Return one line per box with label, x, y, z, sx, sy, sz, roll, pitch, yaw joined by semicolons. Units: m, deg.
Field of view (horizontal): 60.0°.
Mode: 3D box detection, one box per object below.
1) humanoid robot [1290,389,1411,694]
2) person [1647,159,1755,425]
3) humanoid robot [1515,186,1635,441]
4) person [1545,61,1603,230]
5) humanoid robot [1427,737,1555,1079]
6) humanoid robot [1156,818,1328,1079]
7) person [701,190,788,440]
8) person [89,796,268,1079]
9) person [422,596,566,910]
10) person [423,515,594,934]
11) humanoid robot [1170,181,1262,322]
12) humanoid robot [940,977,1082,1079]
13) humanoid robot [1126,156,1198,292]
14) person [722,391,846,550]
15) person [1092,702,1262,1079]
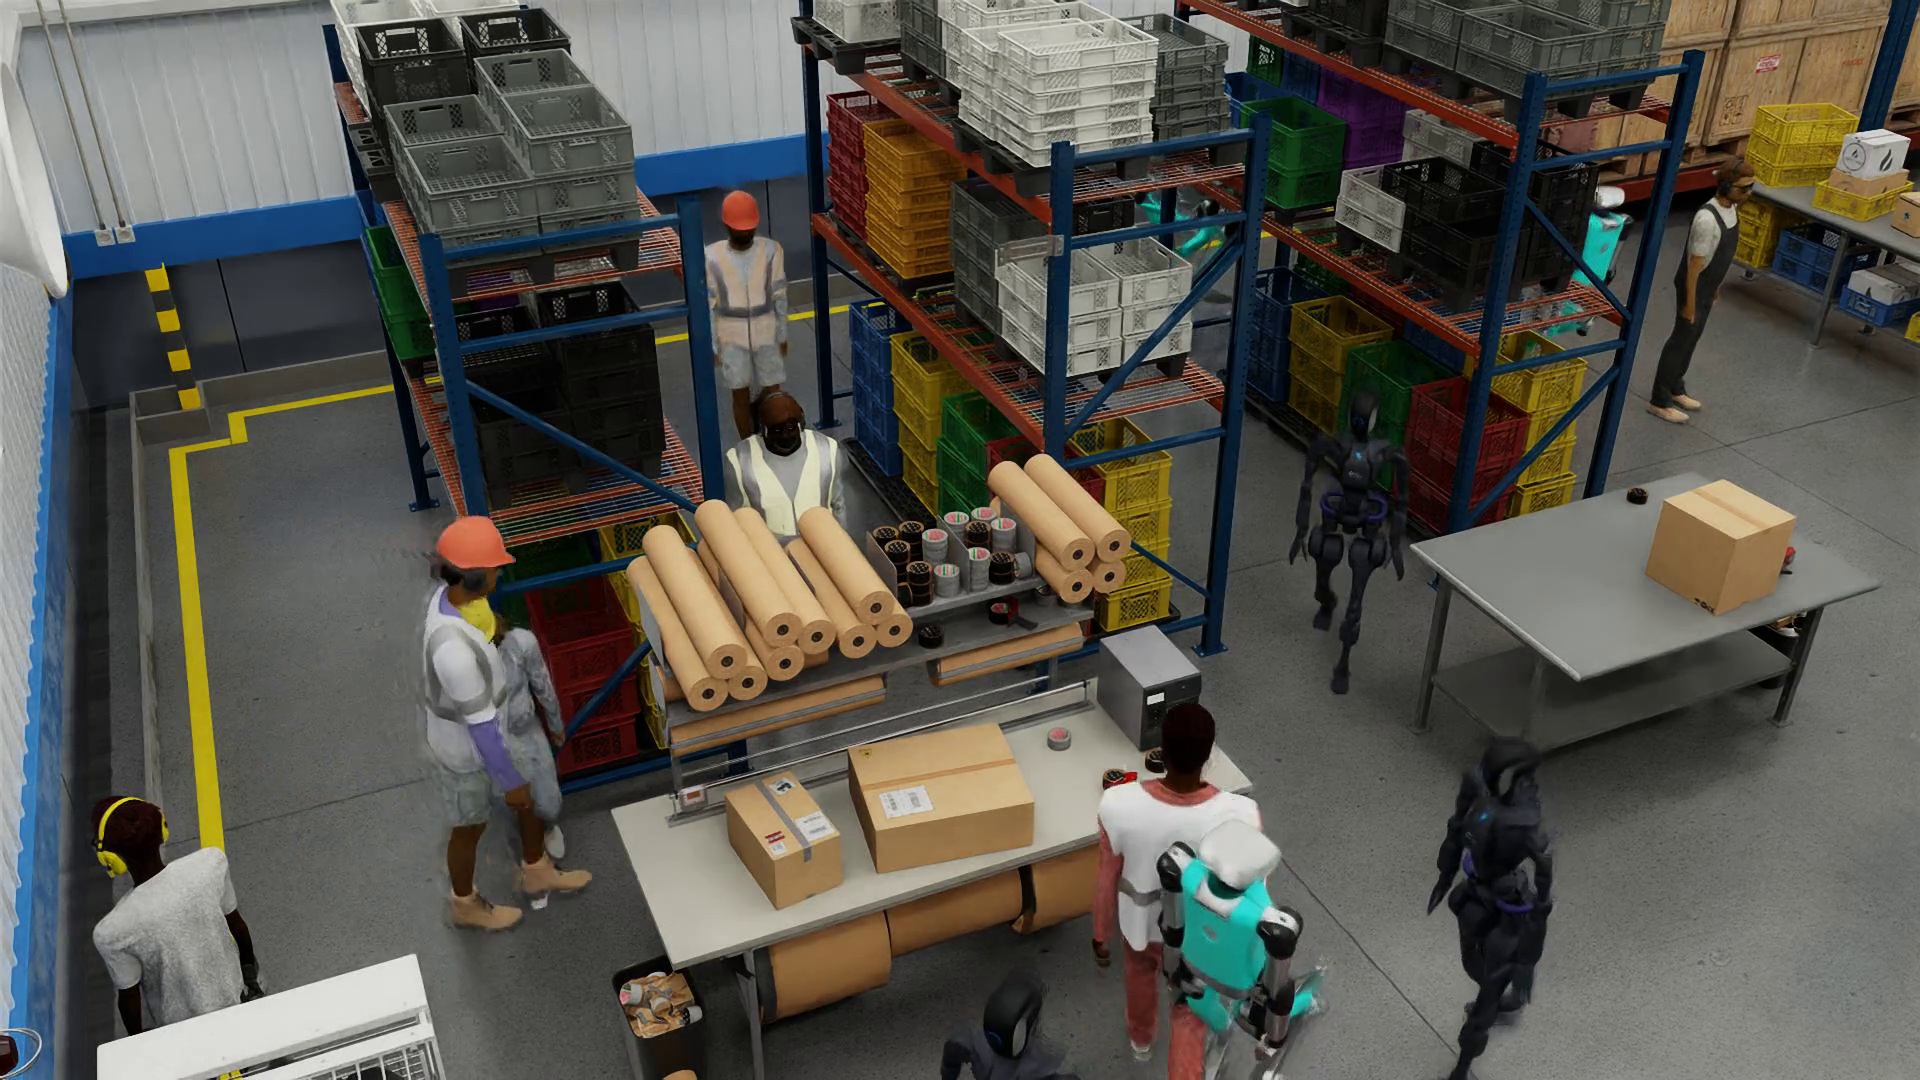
humanoid robot;2.066;-0.055;8.761;0.601;1.635;0.761;10;33;15
person;4.981;-1.670;11.185;0.341;1.841;0.499;23;39;33
humanoid robot;3.922;-1.612;11.230;0.574;1.798;0.920;-14;34;-21
person;5.022;-3.159;13.682;0.522;1.761;0.336;-16;35;-24
humanoid robot;2.078;1.419;6.359;0.664;1.638;0.601;-12;33;-18
humanoid robot;1.073;1.564;6.023;0.574;1.716;0.965;24;39;34
person;-1.353;-1.315;10.528;0.550;1.924;0.536;-9;33;-14
person;-2.669;1.632;5.810;0.338;1.858;0.516;19;36;27
person;-1.968;0.879;7.159;0.529;1.704;0.469;-11;33;-17
person;-1.931;0.831;6.964;0.742;2.000;0.667;-3;32;-4
humanoid robot;1.882;-2.315;12.321;1.026;1.738;0.559;-20;37;-29
humanoid robot;0.218;2.018;5.352;0.599;1.650;0.467;15;35;23
humanoid robot;1.650;-2.760;13.101;1.026;1.777;0.534;12;34;18
person;-0.850;0.099;8.310;0.622;1.844;0.429;-11;33;-17
person;0.785;1.416;6.135;0.598;1.871;0.942;5;32;8
